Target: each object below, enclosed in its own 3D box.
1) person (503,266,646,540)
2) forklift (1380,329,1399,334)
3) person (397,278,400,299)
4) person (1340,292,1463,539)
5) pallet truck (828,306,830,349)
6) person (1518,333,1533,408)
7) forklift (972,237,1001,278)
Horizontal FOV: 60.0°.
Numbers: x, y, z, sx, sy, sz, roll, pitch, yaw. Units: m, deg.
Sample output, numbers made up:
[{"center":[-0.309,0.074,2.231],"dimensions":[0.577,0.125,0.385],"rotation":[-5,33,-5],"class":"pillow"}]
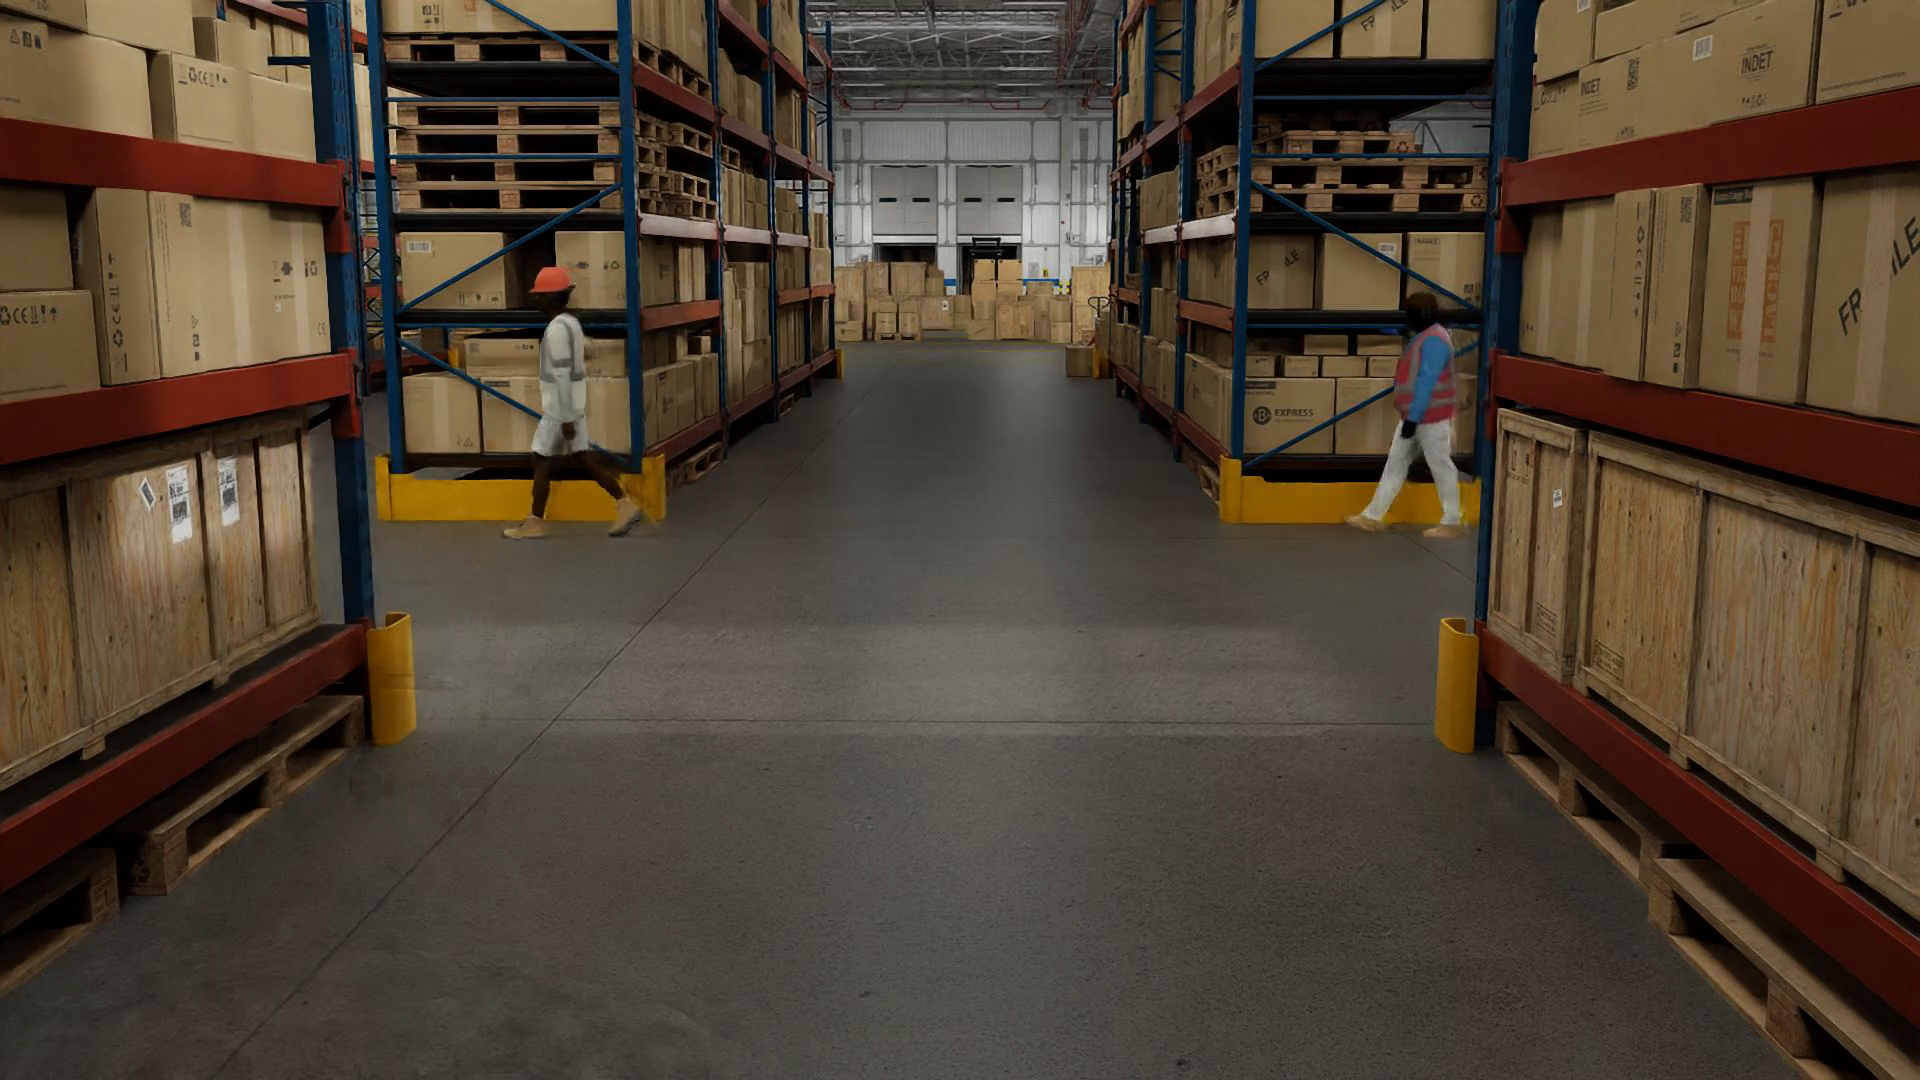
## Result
[{"center":[-2.822,-0.982,12.085],"dimensions":[0.999,2.013,0.617],"rotation":[0,9,1],"class":"person"},{"center":[9.912,-5.753,38.024],"dimensions":[1.873,2.768,1.129],"rotation":[2,10,15],"class":"forklift"},{"center":[-19.215,-8.275,56.349],"dimensions":[0.392,1.811,0.547],"rotation":[8,12,39],"class":"person"},{"center":[3.274,-0.896,12.137],"dimensions":[0.922,1.796,0.638],"rotation":[0,9,0],"class":"person"},{"center":[-3.100,-3.940,29.800],"dimensions":[1.885,1.965,0.823],"rotation":[3,10,19],"class":"pallet truck"},{"center":[7.250,-2.268,20.862],"dimensions":[0.514,1.638,0.307],"rotation":[0,9,-1],"class":"person"},{"center":[0.842,-8.321,53.407],"dimensions":[1.129,2.768,1.873],"rotation":[0,9,1],"class":"forklift"}]
